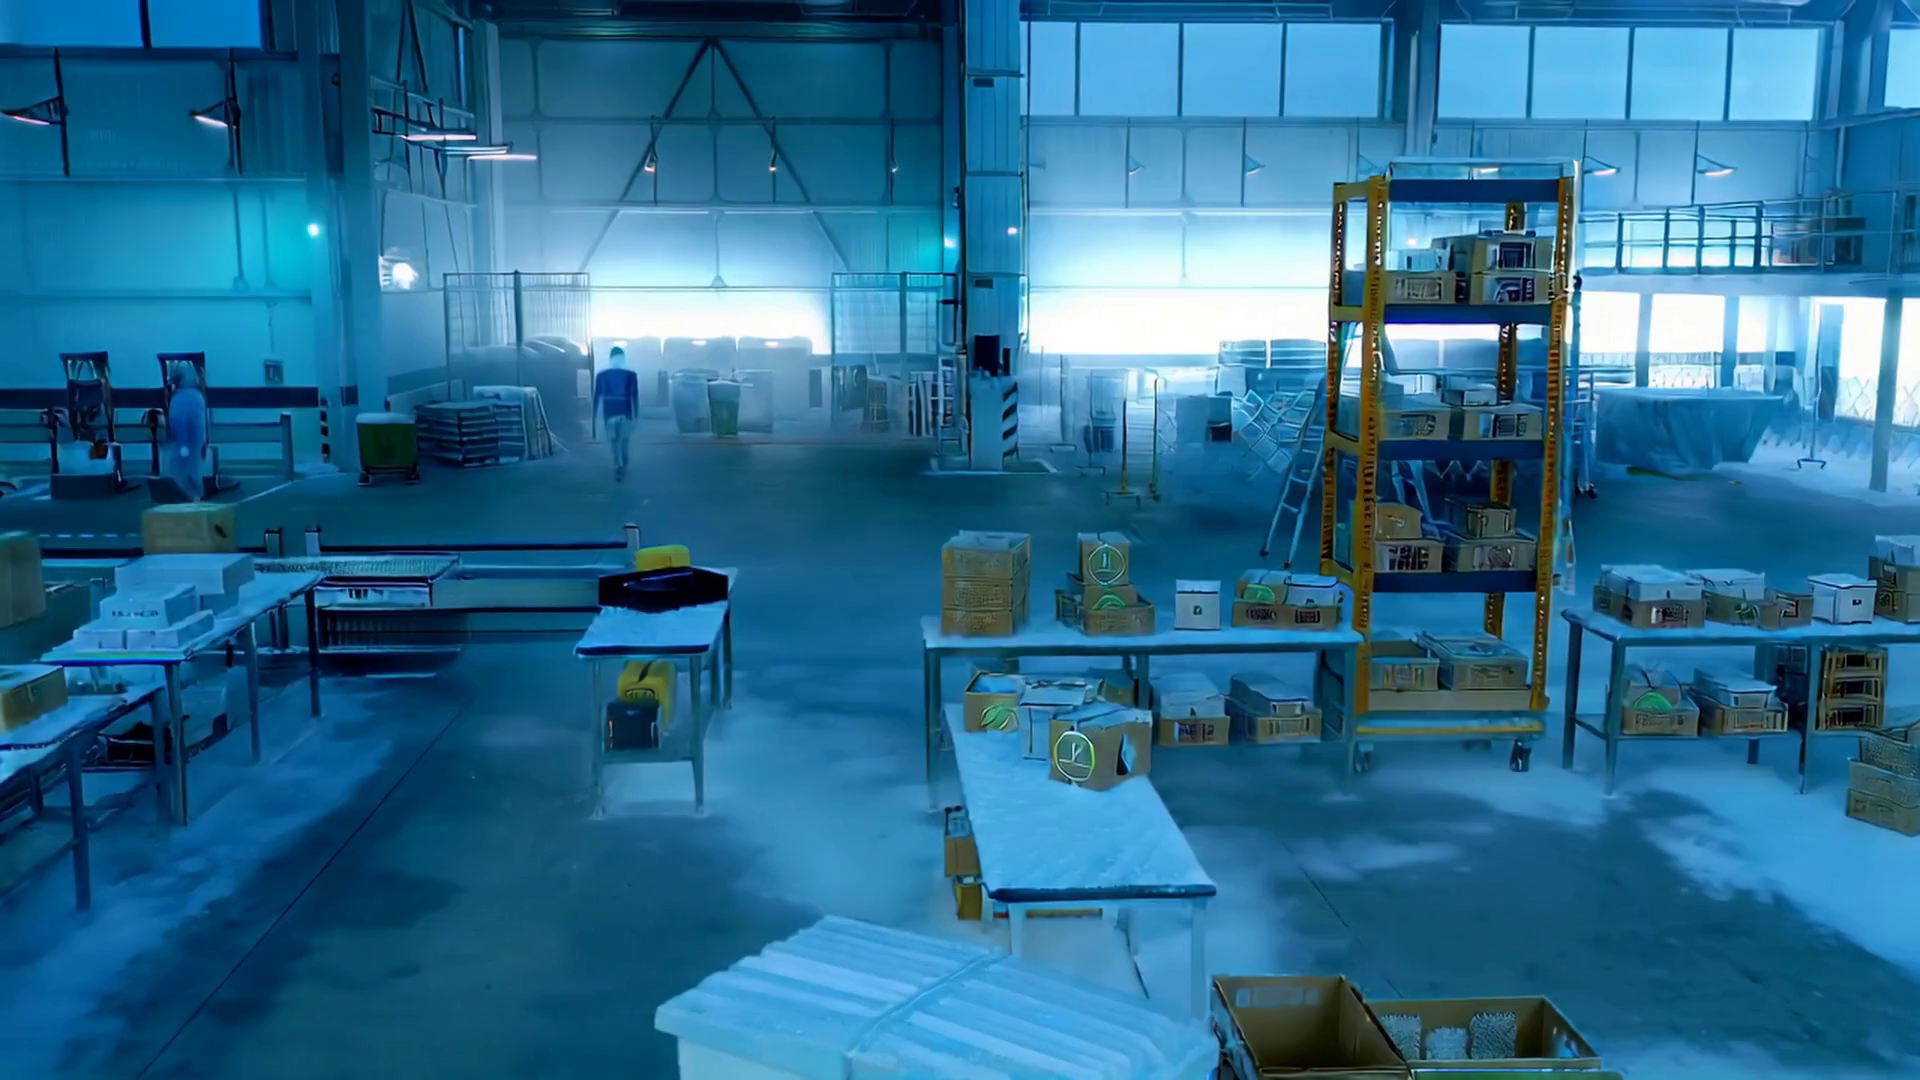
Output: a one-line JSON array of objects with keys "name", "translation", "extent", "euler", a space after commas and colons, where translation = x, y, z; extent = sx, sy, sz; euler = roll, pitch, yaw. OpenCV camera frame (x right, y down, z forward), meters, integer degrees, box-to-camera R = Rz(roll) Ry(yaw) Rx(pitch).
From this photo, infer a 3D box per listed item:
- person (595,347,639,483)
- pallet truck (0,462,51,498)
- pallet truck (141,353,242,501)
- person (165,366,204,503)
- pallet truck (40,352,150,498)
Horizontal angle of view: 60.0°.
[{"name": "person", "translation": [-5.035, -1.844, 24.480], "extent": [0.614, 1.993, 1.050], "euler": [-3, 10, -18]}, {"name": "pallet truck", "translation": [-13.193, -1.293, 23.148], "extent": [0.653, 1.274, 1.630], "euler": [-1, 9, -4]}, {"name": "pallet truck", "translation": [-10.520, -1.604, 22.925], "extent": [0.823, 1.965, 1.885], "euler": [-1, 9, -6]}, {"name": "person", "translation": [-9.811, -1.246, 21.027], "extent": [0.428, 1.893, 0.646], "euler": [-1, 9, -3]}, {"name": "pallet truck", "translation": [-11.907, -1.642, 23.165], "extent": [0.823, 1.965, 1.885], "euler": [0, 9, 0]}]
